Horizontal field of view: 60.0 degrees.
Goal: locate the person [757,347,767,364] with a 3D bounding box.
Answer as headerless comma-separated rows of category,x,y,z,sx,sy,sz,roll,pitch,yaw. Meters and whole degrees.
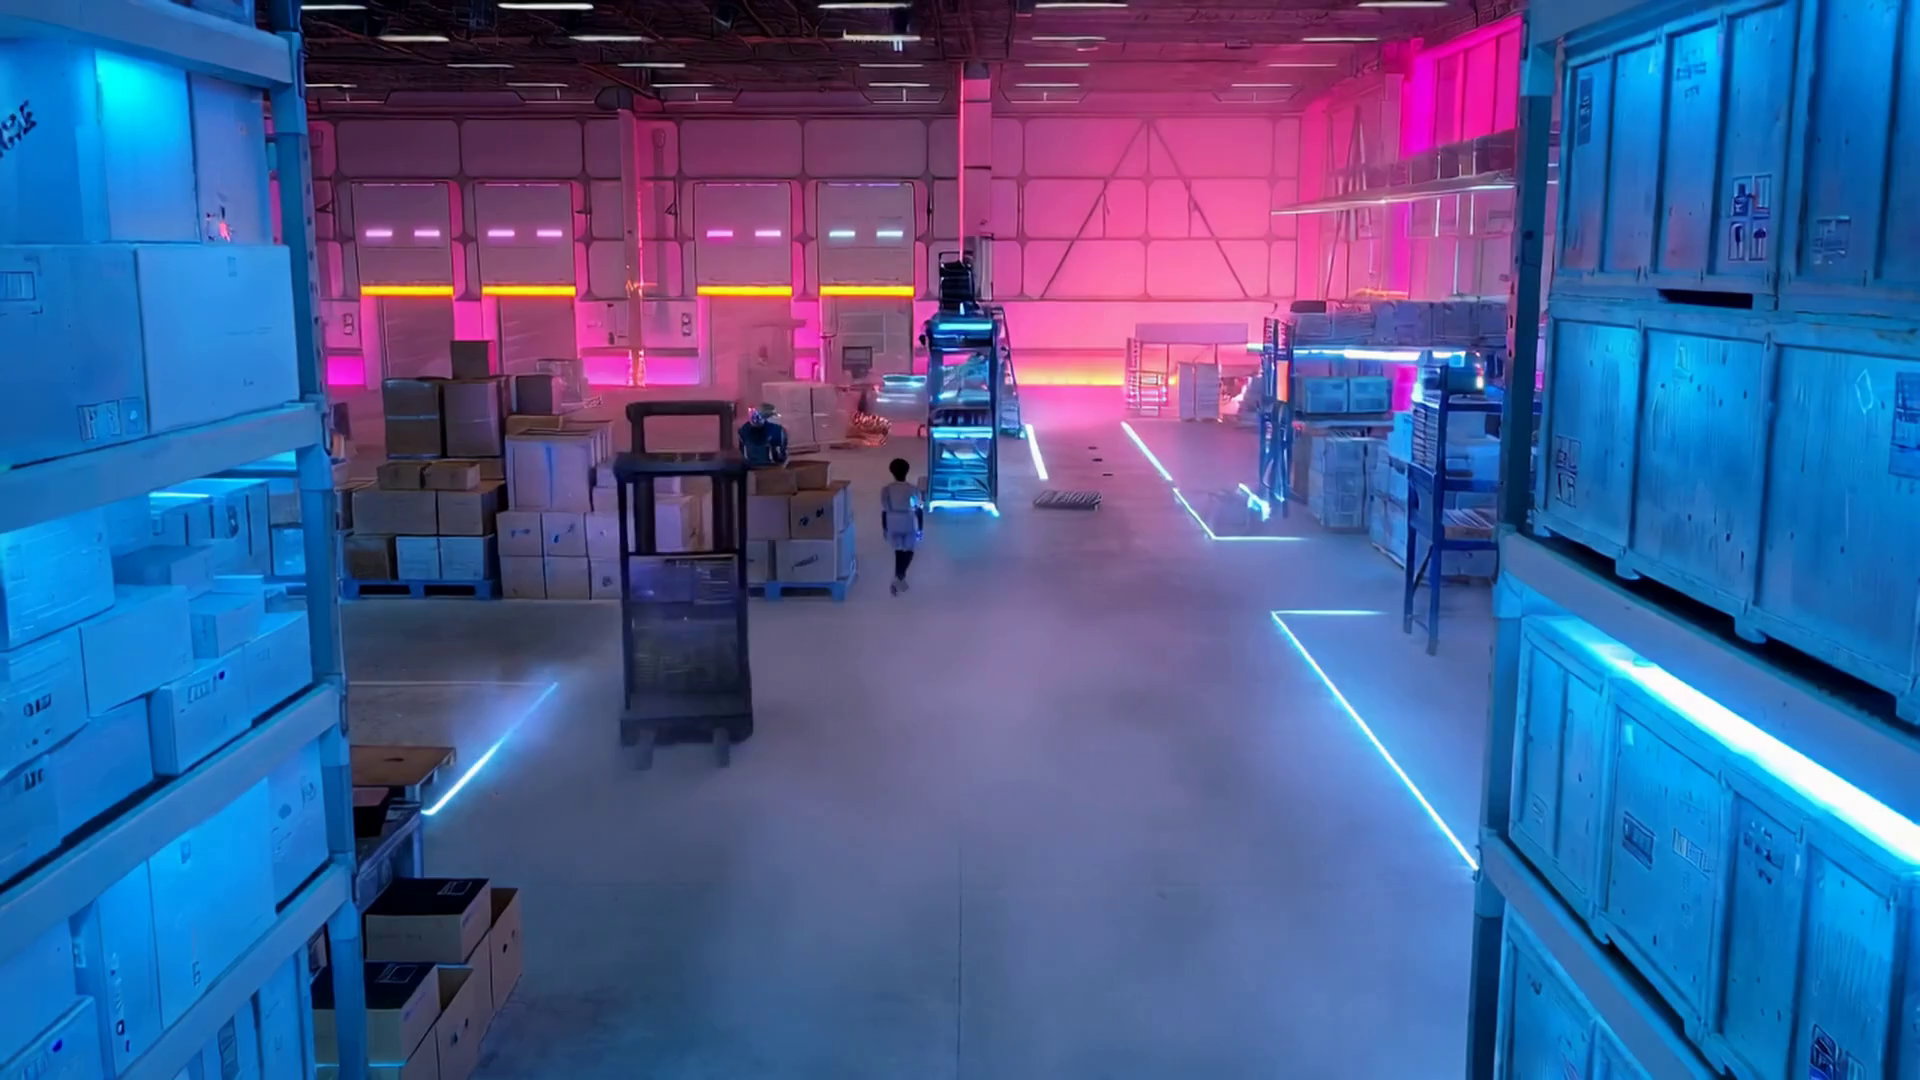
person,-5.090,-4.127,42.925,0.318,1.698,0.533,-3,10,-16

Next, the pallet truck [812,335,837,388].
pallet truck,-3.021,-4.312,43.126,1.885,1.965,0.823,3,10,17

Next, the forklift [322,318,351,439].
forklift,-13.005,-3.008,33.057,1.129,2.768,1.873,0,10,1

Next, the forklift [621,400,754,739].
forklift,-2.450,0.154,14.815,1.129,2.768,1.873,-1,10,-8

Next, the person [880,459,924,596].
person,-0.727,-0.141,20.018,0.528,1.662,0.731,3,10,19

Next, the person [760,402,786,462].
person,-2.819,-1.075,24.640,0.376,1.933,0.545,8,12,37

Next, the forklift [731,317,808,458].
forklift,-3.956,-3.089,33.522,1.129,2.768,1.873,-5,11,-27

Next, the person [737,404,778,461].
person,-2.970,-1.029,24.408,0.628,1.929,0.363,3,10,16
